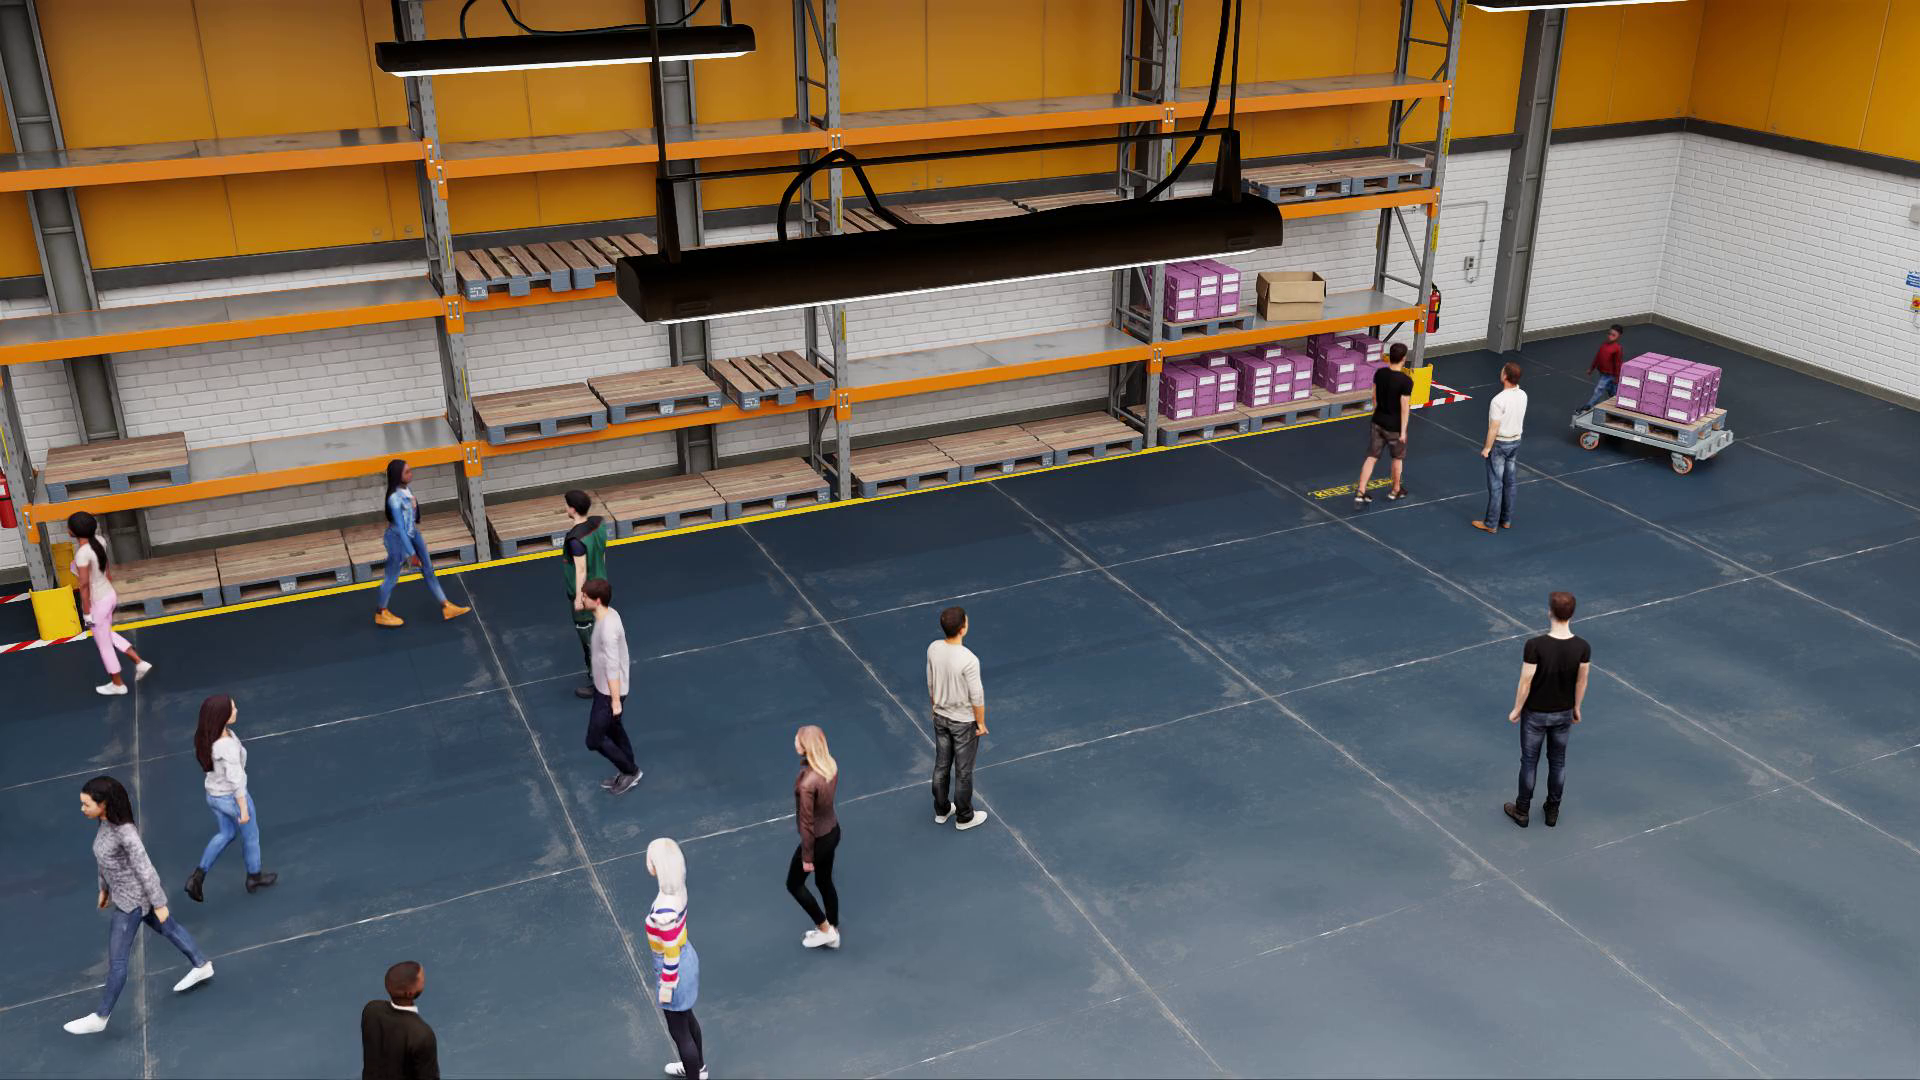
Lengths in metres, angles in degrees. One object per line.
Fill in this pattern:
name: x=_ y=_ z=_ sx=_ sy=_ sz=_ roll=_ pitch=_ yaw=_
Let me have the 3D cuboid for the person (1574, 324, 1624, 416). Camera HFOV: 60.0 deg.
person: x=8.242 y=-2.124 z=21.026 sx=0.919 sy=1.218 sz=0.689 roll=-2 pitch=24 yaw=-5

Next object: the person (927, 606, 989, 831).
person: x=-0.039 y=1.323 z=12.399 sx=0.728 sy=1.812 sz=0.718 roll=17 pitch=29 yaw=33

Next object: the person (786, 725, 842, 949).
person: x=-0.868 y=2.007 z=10.985 sx=0.772 sy=1.691 sz=0.708 roll=9 pitch=25 yaw=19

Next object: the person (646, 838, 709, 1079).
person: x=-1.653 y=2.504 z=9.702 sx=0.660 sy=1.808 sz=0.716 roll=0 pitch=24 yaw=-1

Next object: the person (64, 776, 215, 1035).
person: x=-5.119 y=2.219 z=10.514 sx=1.242 sy=1.680 sz=0.890 roll=-21 pitch=31 yaw=-40

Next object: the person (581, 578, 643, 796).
person: x=-2.605 y=1.133 z=12.813 sx=0.691 sy=1.828 sz=0.730 roll=-7 pitch=24 yaw=-15

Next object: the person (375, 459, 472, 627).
person: x=-5.265 y=0.063 z=15.463 sx=1.219 sy=1.667 sz=0.920 roll=-1 pitch=24 yaw=-3

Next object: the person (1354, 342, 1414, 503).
person: x=4.629 y=-1.251 z=18.251 sx=1.175 sy=1.841 sz=0.907 roll=-21 pitch=31 yaw=-39

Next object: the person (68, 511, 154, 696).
person: x=-7.288 y=0.550 z=14.263 sx=0.841 sy=1.735 sz=0.748 roll=0 pitch=24 yaw=-1

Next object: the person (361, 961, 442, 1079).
person: x=-2.932 y=3.030 z=8.584 sx=1.121 sy=1.739 sz=1.194 roll=8 pitch=25 yaw=17

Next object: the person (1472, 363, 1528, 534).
person: x=5.775 y=-0.989 z=17.632 sx=0.543 sy=1.856 sz=0.742 roll=-14 pitch=27 yaw=-29

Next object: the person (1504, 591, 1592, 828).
person: x=4.396 y=1.272 z=12.412 sx=0.679 sy=1.894 sz=0.820 roll=1 pitch=24 yaw=1

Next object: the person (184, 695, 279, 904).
person: x=-5.130 y=1.827 z=11.498 sx=0.874 sy=1.610 sz=1.002 roll=15 pitch=28 yaw=31

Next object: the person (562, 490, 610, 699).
person: x=-3.180 y=0.448 z=14.291 sx=0.785 sy=1.899 sz=0.769 roll=4 pitch=24 yaw=10
